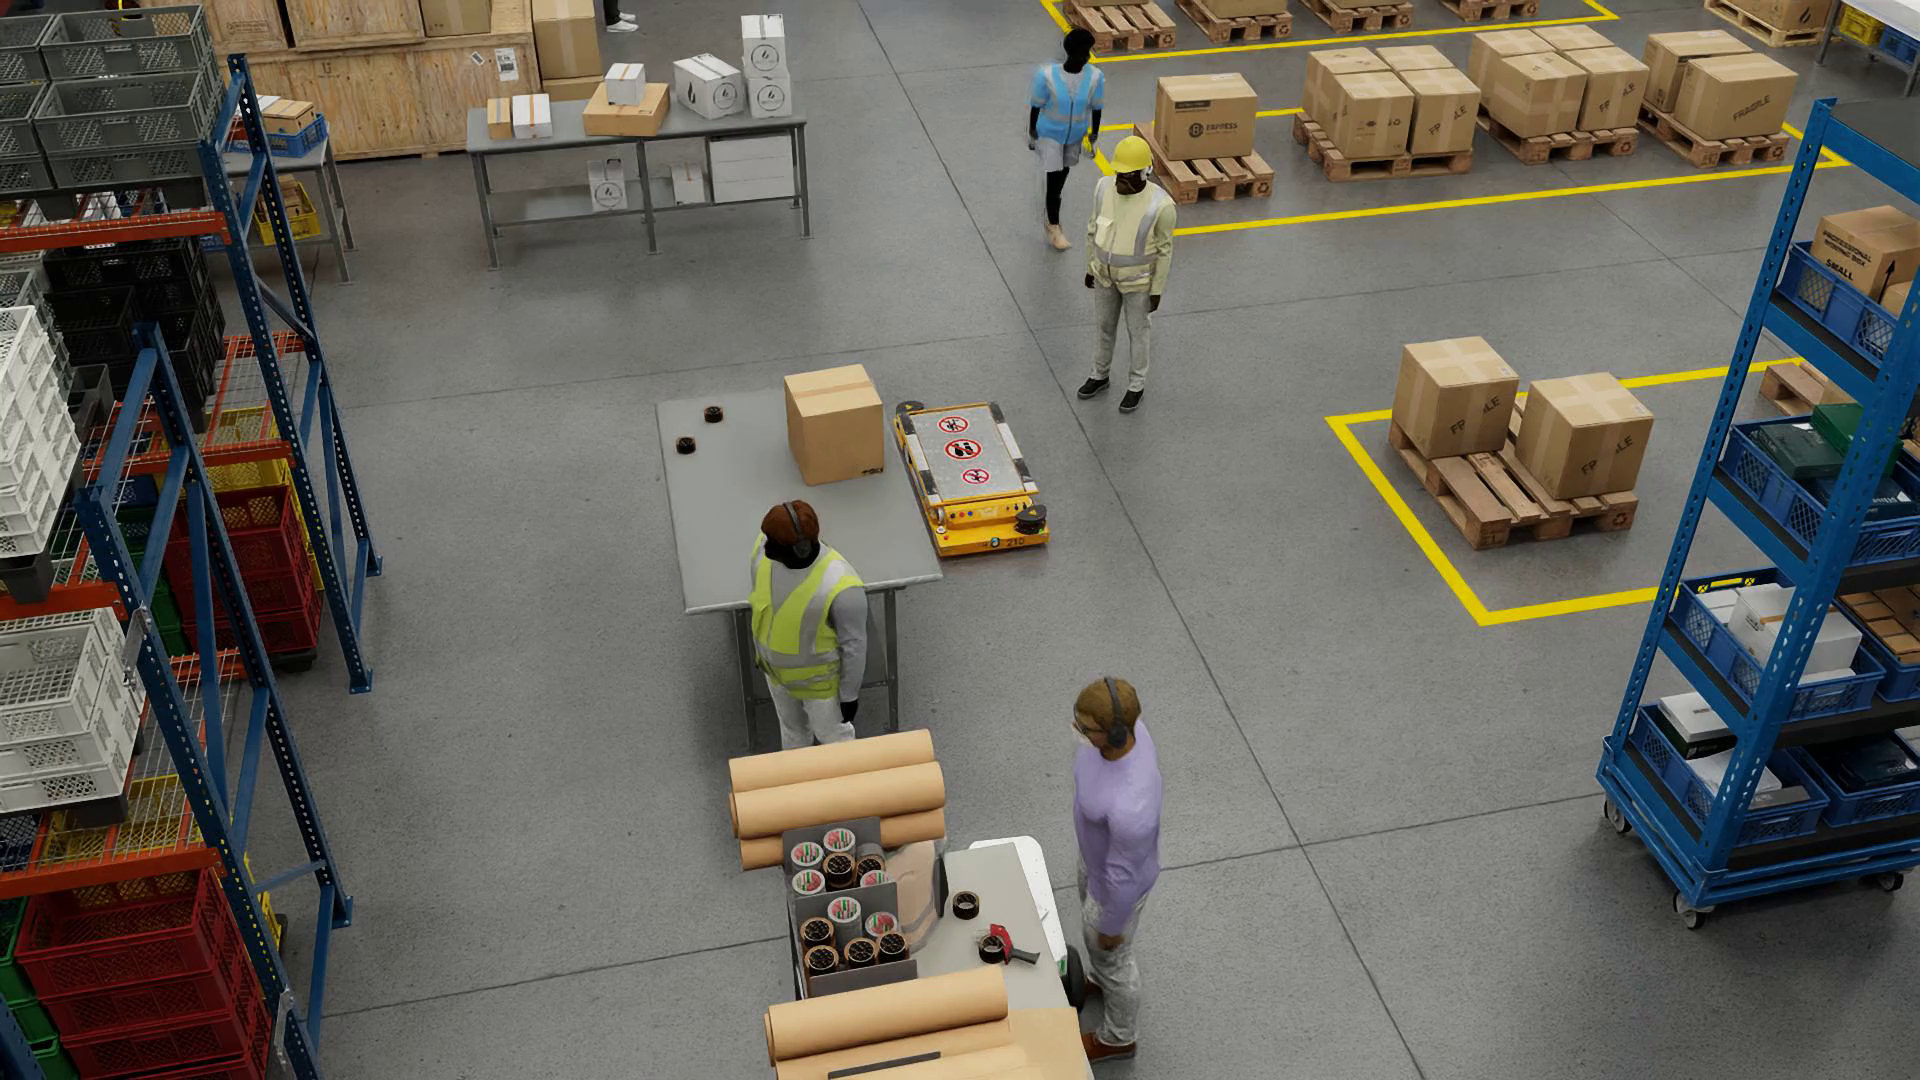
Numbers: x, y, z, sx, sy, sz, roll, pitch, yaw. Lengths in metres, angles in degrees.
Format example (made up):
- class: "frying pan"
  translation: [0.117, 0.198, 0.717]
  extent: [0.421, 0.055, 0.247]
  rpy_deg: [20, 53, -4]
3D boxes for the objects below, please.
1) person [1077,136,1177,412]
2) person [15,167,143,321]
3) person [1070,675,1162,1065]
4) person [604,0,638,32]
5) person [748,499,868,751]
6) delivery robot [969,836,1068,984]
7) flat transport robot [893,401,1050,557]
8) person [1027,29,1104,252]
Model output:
- class: "person"
  translation: [1.031, -1.675, 10.482]
  extent: [0.587, 1.833, 0.404]
  rpy_deg: [23, 42, 27]
- class: "person"
  translation: [-5.639, -1.862, 10.693]
  extent: [0.574, 1.883, 0.355]
  rpy_deg: [-28, 45, -32]
- class: "person"
  translation: [0.579, 1.274, 6.440]
  extent: [0.373, 1.930, 0.634]
  rpy_deg: [-2, 37, -2]
- class: "person"
  translation: [-3.418, -5.900, 16.120]
  extent: [0.385, 1.889, 0.592]
  rpy_deg: [-9, 38, -12]
- class: "person"
  translation: [-0.696, 0.581, 7.448]
  extent: [0.621, 1.840, 0.430]
  rpy_deg: [27, 44, 31]
- class: "delivery robot"
  translation: [0.232, 1.591, 7.081]
  extent: [0.477, 0.478, 0.707]
  rpy_deg: [-5, 37, -7]
- class: "flat transport robot"
  translation: [0.046, -0.430, 10.108]
  extent: [0.652, 0.197, 1.431]
  rpy_deg: [-8, 37, -10]
- class: "person"
  translation: [0.794, -3.001, 12.399]
  extent: [0.546, 1.655, 0.765]
  rpy_deg: [-10, 38, -13]
